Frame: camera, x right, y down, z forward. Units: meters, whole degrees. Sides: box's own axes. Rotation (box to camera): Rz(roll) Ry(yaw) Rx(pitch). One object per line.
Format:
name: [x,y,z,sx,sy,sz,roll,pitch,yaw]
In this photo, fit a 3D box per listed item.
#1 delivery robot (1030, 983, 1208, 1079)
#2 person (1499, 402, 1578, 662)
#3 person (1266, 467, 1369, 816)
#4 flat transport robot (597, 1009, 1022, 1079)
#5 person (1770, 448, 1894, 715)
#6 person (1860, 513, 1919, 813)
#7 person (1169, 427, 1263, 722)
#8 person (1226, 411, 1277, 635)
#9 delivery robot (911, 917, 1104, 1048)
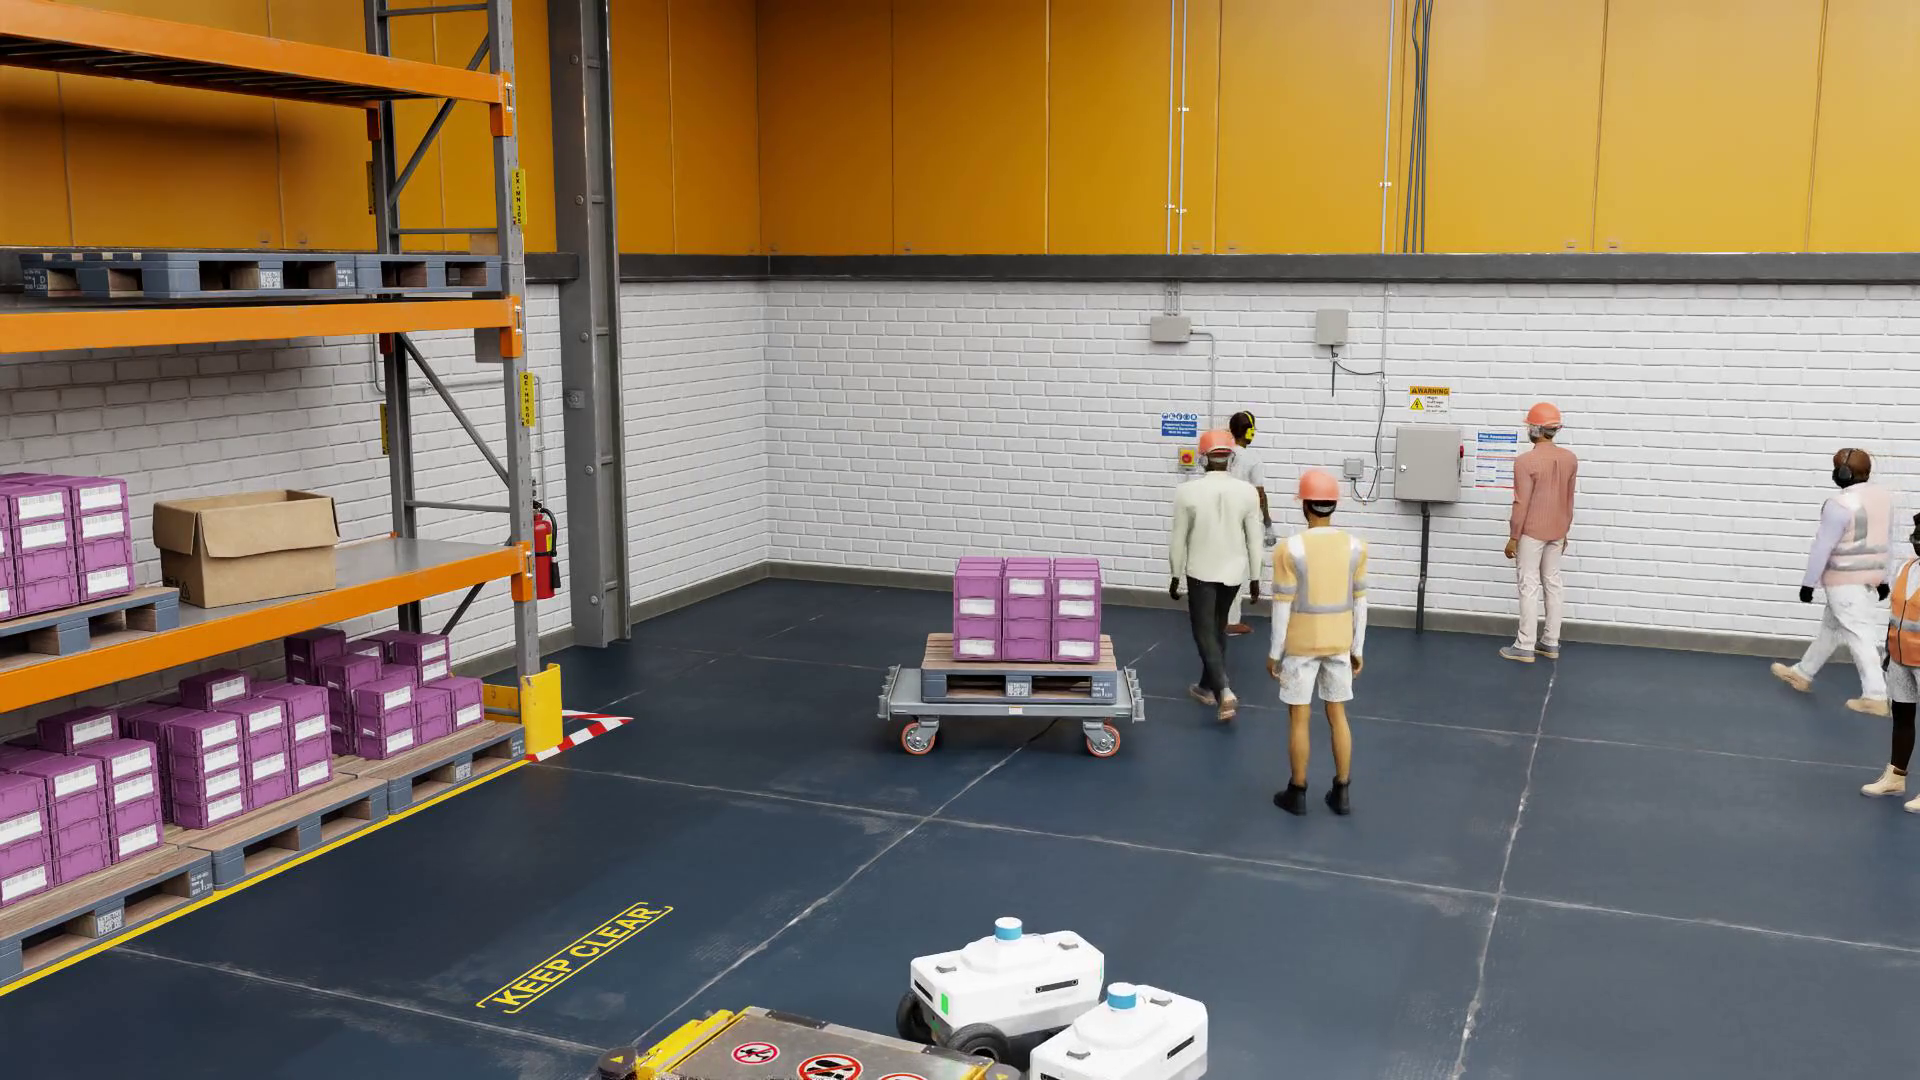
delivery robot: [0.556,1.774,5.741,0.477,0.478,0.707,7,12,38]
person: [4.446,-0.059,12.780,0.622,1.994,0.381,-5,11,-27]
person: [1.965,0.562,9.190,0.553,1.935,0.371,-2,10,-11]
flat transport robot: [-0.534,1.942,5.864,1.431,0.197,0.652,4,10,25]
person: [6.080,0.256,11.487,0.659,1.787,0.974,-6,11,-32]
person: [5.362,0.666,9.281,0.319,1.698,0.533,-2,10,-13]
person: [1.743,0.224,11.206,0.613,1.961,0.949,-2,10,-13]
person: [2.338,-0.131,13.644,0.447,1.855,0.528,-7,11,-35]
delivery robot: [0.184,1.679,6.317,0.707,0.478,0.477,-4,10,-24]
